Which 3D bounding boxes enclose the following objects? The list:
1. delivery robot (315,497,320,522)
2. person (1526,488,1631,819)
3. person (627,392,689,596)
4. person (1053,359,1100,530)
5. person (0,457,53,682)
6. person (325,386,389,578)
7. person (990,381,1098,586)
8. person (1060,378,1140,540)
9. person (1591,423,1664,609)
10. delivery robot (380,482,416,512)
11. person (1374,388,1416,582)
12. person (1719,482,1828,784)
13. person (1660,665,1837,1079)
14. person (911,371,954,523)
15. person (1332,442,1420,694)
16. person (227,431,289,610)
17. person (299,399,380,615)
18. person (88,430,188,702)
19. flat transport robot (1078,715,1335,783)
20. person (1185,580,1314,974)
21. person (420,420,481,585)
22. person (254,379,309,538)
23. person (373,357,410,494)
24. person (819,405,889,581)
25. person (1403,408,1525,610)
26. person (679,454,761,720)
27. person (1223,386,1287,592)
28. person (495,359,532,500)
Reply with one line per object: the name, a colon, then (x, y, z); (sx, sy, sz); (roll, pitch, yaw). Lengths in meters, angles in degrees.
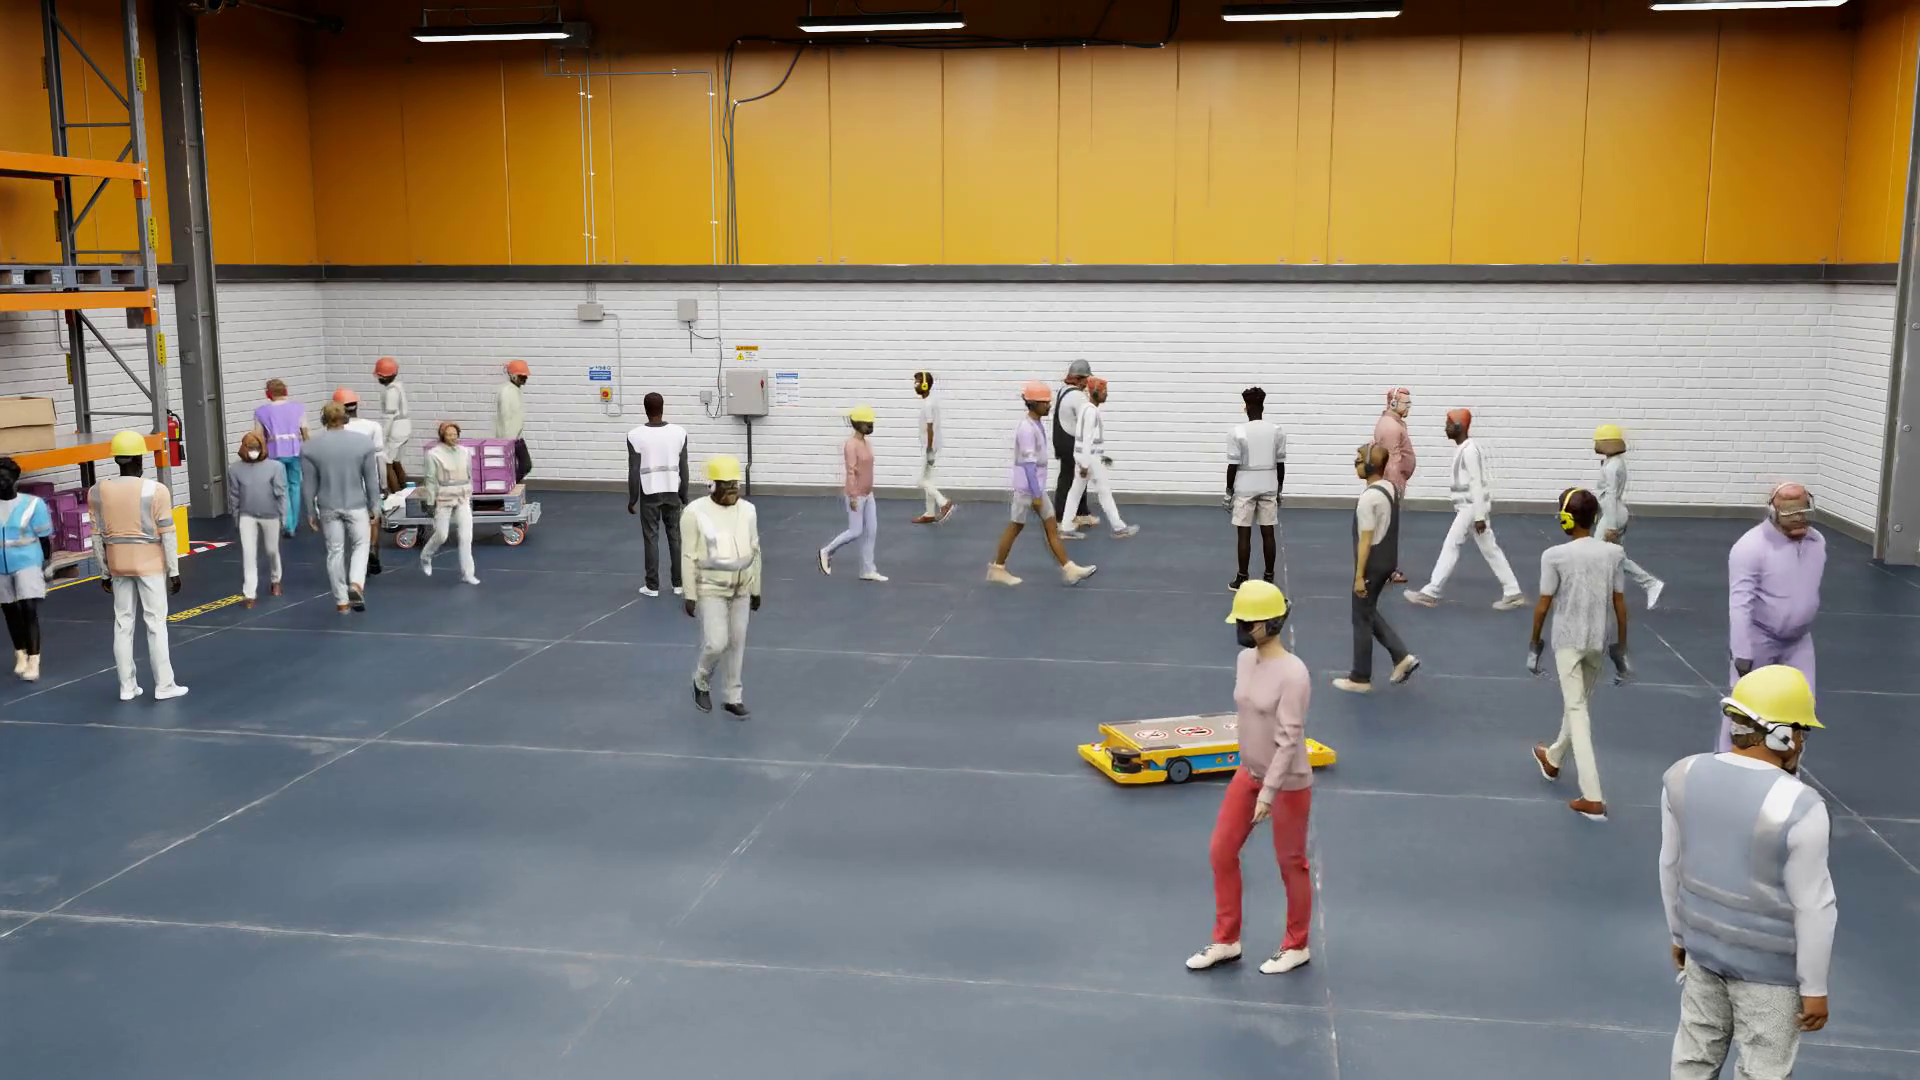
delivery robot: (-7.152, -0.400, 19.357); (0.707, 0.478, 0.477); (-4, 10, -22)
person: (3.497, 0.605, 9.524); (0.517, 1.808, 0.994); (-2, 9, -10)
person: (-2.826, -0.425, 15.609); (0.588, 1.912, 0.390); (-5, 10, -26)
person: (1.438, -1.132, 19.590); (0.803, 2.000, 0.687); (-2, 9, -12)
person: (-7.040, 0.225, 12.299); (0.547, 1.668, 0.751); (-2, 9, -11)
person: (-5.937, -0.555, 16.398); (0.575, 1.914, 0.476); (-4, 10, -24)
person: (0.770, -0.517, 15.918); (1.065, 1.987, 0.633); (2, 9, 15)
person: (1.581, -0.908, 18.829); (0.974, 1.836, 0.596); (-1, 9, -5)
person: (5.844, -0.179, 14.708); (0.684, 1.715, 0.498); (5, 10, 26)
delivery robot: (-6.461, -0.439, 19.601); (0.707, 0.478, 0.477); (-4, 10, -22)
person: (4.280, -0.549, 16.397); (0.403, 1.904, 0.651); (1, 9, 8)
person: (4.641, 0.581, 9.515); (0.663, 1.865, 0.716); (-2, 9, -13)
person: (2.484, 1.291, 5.231); (0.403, 1.824, 0.586); (-4, 10, -25)
person: (-0.366, -1.100, 19.985); (0.443, 1.857, 0.529); (1, 9, 5)
person: (2.975, 0.211, 11.892); (0.509, 1.835, 0.529); (7, 11, 36)
person: (-6.428, -0.213, 15.291); (0.510, 1.607, 0.810); (-3, 10, -17)
person: (-5.435, -0.273, 14.610); (0.645, 1.929, 0.537); (-3, 10, -16)
person: (-5.802, 0.189, 11.738); (0.587, 1.930, 0.359); (0, 9, -1)
flat transport robot: (1.509, 1.259, 10.234); (1.431, 0.197, 0.652); (-3, 10, -17)
person: (1.256, 1.036, 7.087); (0.673, 1.740, 0.524); (-5, 10, -27)
person: (-5.014, -0.378, 16.246); (0.707, 1.614, 0.516); (8, 12, 39)
person: (-7.823, -0.947, 19.131); (0.582, 1.810, 0.798); (-7, 11, -36)
person: (-7.114, -1.309, 20.882); (0.402, 1.986, 0.652); (-2, 9, -12)
person: (-1.039, -0.457, 16.302); (0.618, 1.748, 0.537); (4, 10, 24)
person: (4.612, -0.273, 14.971); (1.063, 1.822, 0.583); (3, 10, 17)
person: (-1.591, 0.320, 11.246); (0.615, 1.822, 0.414); (-8, 12, -42)
person: (2.784, -0.470, 15.740); (0.603, 1.959, 0.372); (-2, 9, -12)
person: (-5.549, -1.282, 20.771); (0.483, 1.967, 0.611); (1, 9, 7)
